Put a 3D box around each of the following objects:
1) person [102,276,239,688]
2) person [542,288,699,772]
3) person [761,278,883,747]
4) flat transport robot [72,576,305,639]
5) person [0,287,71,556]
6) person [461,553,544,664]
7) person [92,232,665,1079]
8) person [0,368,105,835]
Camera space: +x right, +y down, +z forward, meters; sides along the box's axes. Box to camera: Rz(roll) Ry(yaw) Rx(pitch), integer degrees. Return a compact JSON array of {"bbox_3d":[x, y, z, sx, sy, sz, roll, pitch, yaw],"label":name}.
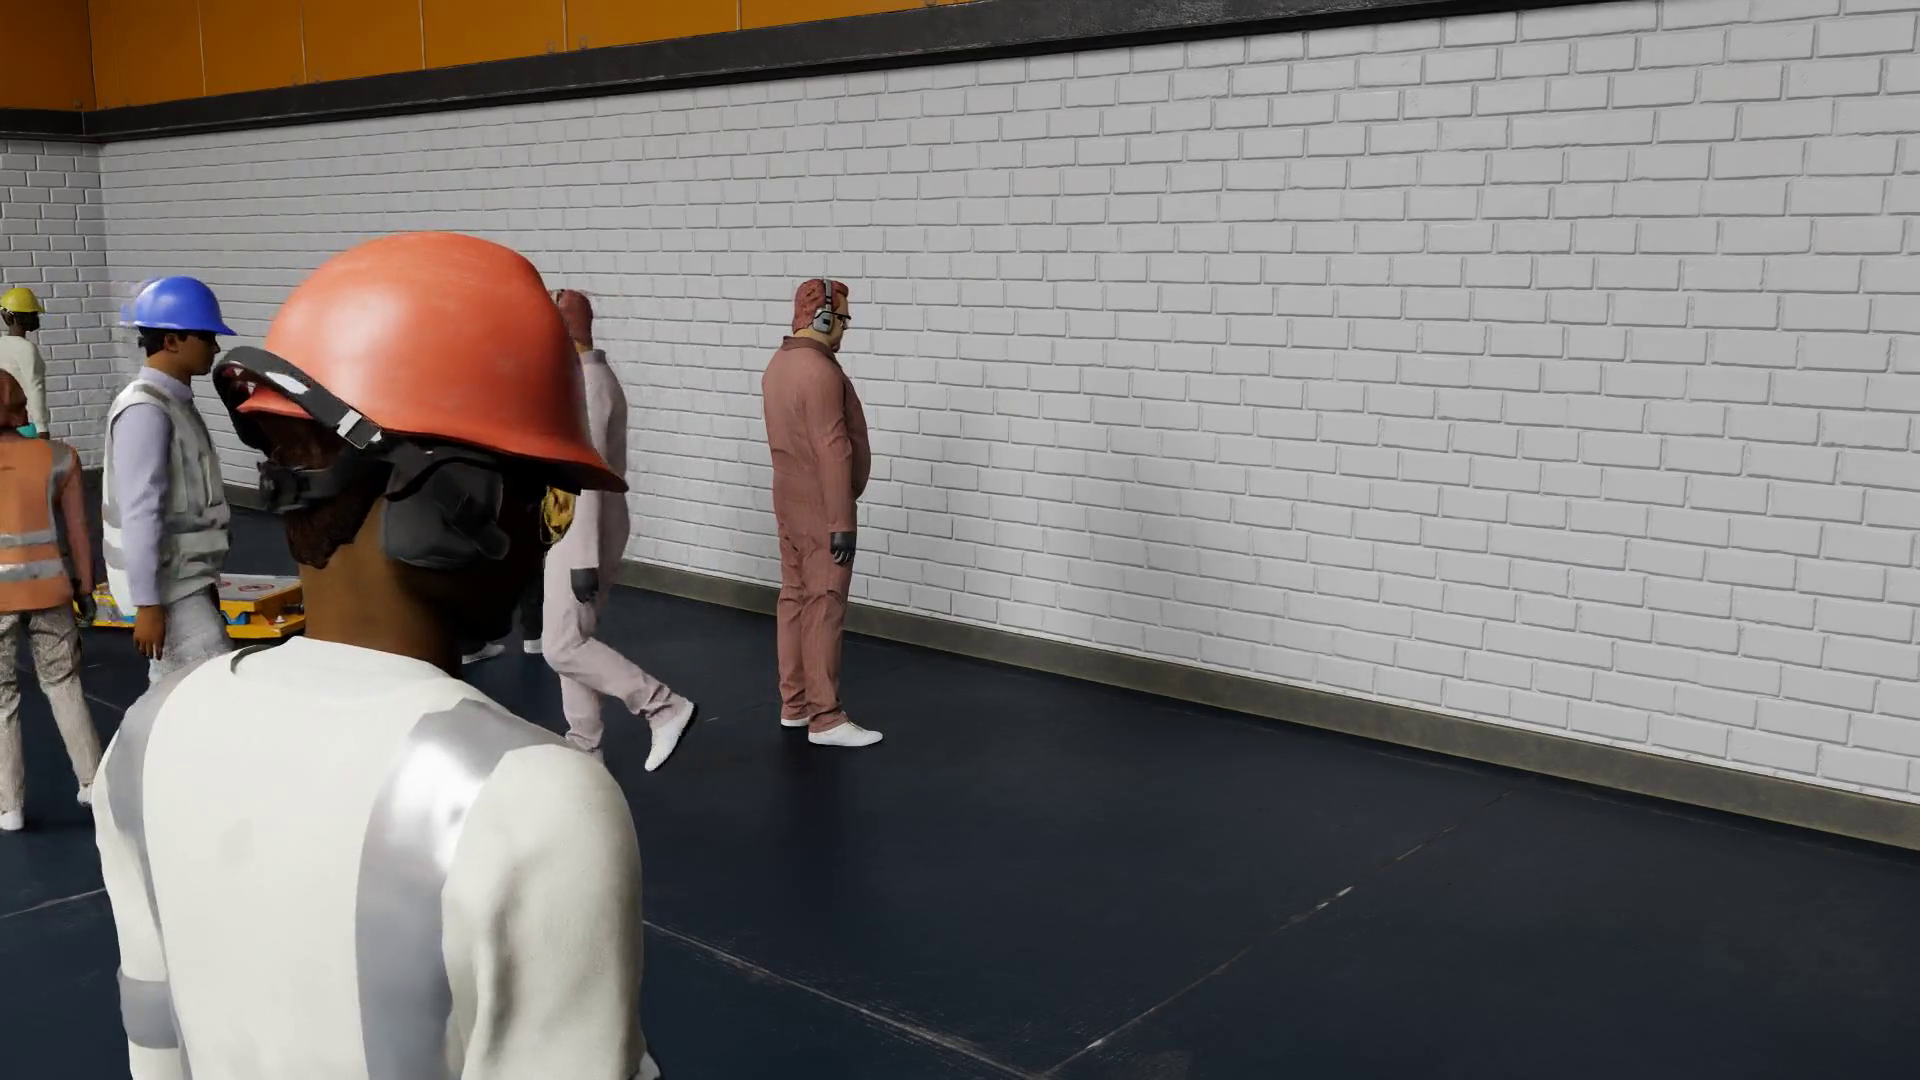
[{"bbox_3d":[-2.450,0.141,5.283,0.531,1.926,0.636,-3,10,-16],"label":"person"},{"bbox_3d":[-1.351,0.001,6.244,0.580,1.882,0.648,-1,10,-8],"label":"person"},{"bbox_3d":[-0.564,-0.111,6.813,0.409,1.903,0.638,-5,11,-25],"label":"person"},{"bbox_3d":[-4.095,0.335,8.909,1.431,0.197,0.652,2,10,11],"label":"flat transport robot"},{"bbox_3d":[-6.117,-0.765,10.917,0.527,1.767,0.331,8,13,38],"label":"person"},{"bbox_3d":[-2.263,-0.355,8.222,0.604,1.897,0.722,6,12,31],"label":"person"},{"bbox_3d":[-0.450,0.757,1.492,0.605,2.033,0.392,6,12,32],"label":"person"},{"bbox_3d":[-3.268,0.214,5.738,0.391,1.628,0.527,9,13,41],"label":"person"}]
